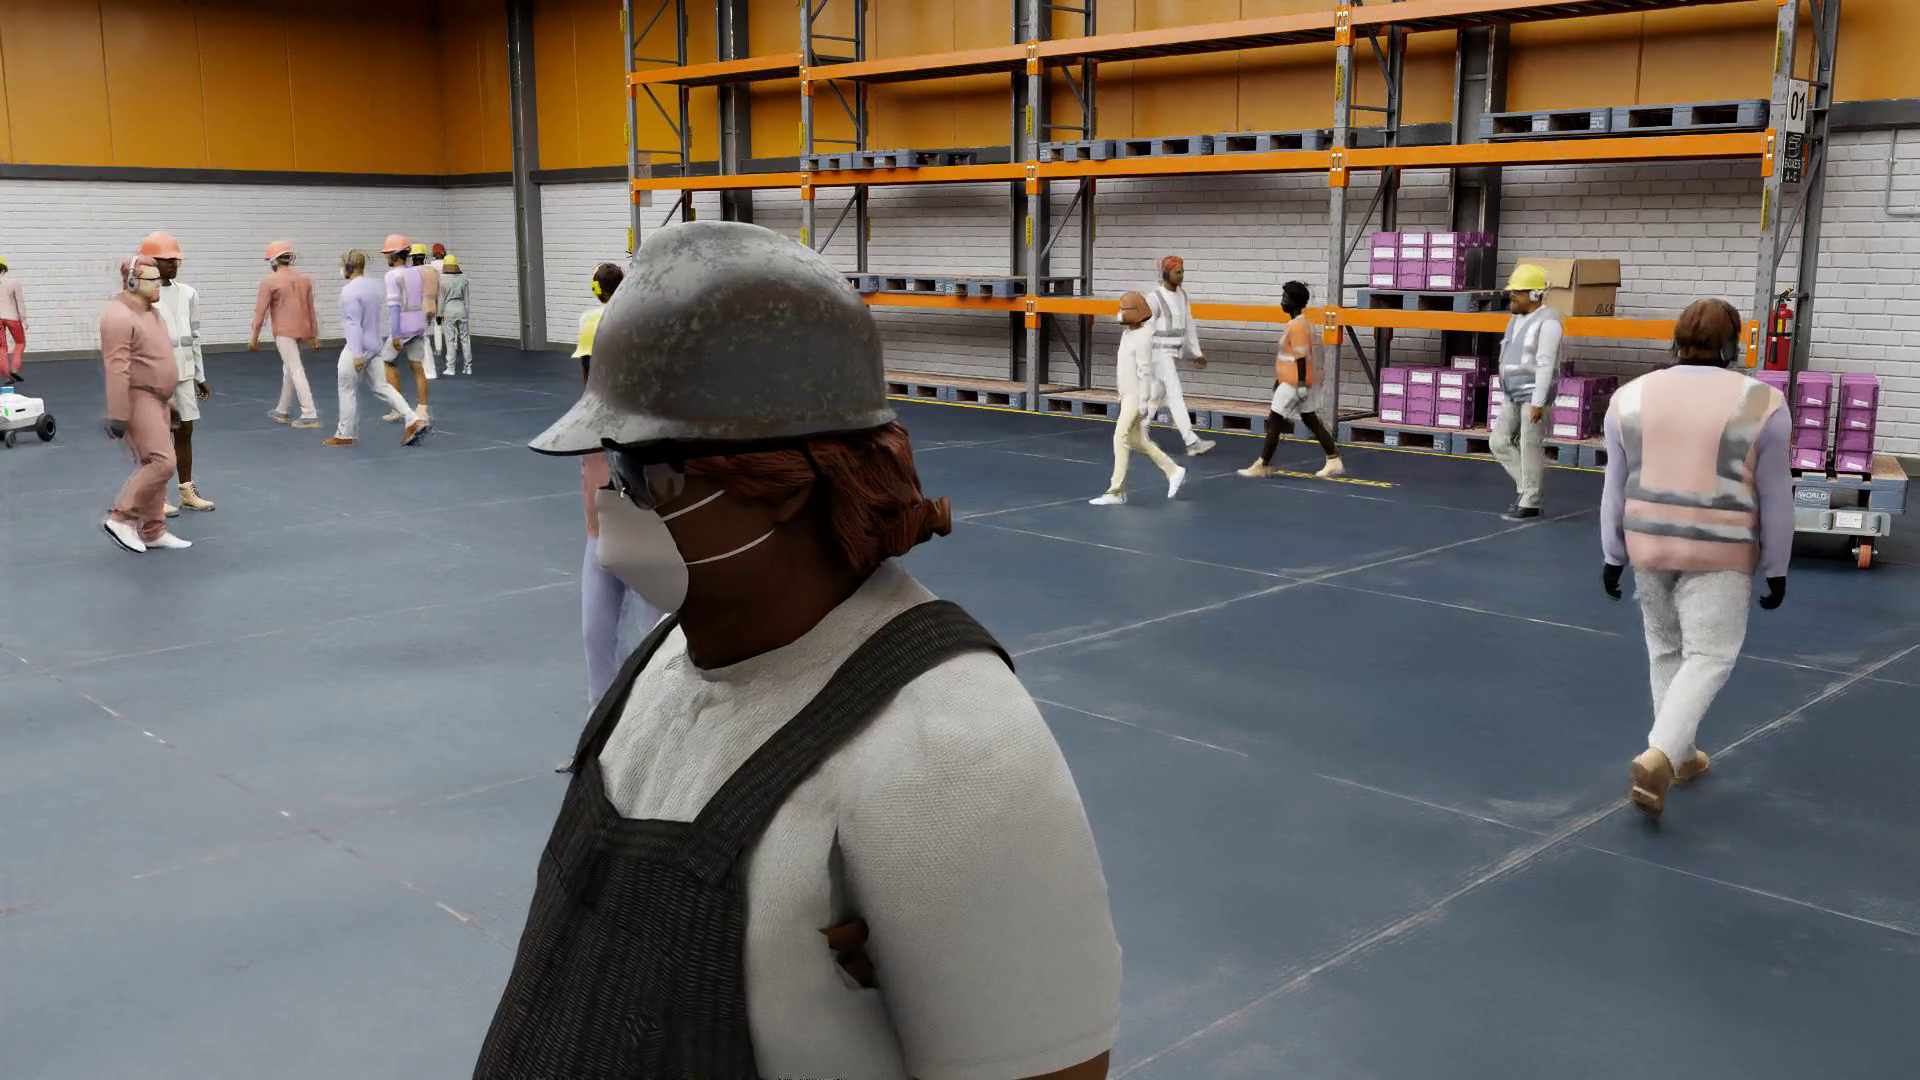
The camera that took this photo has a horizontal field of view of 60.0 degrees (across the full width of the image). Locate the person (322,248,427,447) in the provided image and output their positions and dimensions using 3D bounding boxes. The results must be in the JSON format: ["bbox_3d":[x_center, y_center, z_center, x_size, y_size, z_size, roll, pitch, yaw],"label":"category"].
[{"bbox_3d":[-5.622,-1.820,15.862,0.952,1.909,0.642,1,10,5],"label":"person"}]

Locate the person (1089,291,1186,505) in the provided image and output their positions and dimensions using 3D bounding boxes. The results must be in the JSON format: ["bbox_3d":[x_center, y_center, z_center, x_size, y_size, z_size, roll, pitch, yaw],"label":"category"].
[{"bbox_3d":[1.357,-1.066,12.525,0.711,1.607,0.509,-2,11,-8],"label":"person"}]

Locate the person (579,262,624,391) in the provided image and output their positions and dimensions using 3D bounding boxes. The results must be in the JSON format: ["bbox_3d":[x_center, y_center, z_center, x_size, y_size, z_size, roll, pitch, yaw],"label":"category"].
[{"bbox_3d":[-2.307,-0.969,11.389,0.522,1.847,0.641,-7,12,-32],"label":"person"}]

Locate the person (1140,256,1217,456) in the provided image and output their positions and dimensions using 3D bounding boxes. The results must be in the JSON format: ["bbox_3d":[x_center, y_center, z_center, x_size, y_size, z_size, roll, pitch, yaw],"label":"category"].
[{"bbox_3d":[1.978,-1.706,15.424,0.969,1.832,0.576,8,13,35],"label":"person"}]

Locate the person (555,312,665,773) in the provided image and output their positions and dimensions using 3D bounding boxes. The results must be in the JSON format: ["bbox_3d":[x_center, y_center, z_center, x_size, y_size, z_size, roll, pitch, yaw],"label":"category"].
[{"bbox_3d":[-1.218,-0.006,6.395,0.527,1.750,0.724,8,13,38],"label":"person"}]

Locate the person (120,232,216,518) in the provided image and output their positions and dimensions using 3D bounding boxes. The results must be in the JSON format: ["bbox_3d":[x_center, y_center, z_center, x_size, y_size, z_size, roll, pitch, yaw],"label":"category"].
[{"bbox_3d":[-5.717,-1.191,12.038,0.381,2.042,0.610,5,12,27],"label":"person"}]

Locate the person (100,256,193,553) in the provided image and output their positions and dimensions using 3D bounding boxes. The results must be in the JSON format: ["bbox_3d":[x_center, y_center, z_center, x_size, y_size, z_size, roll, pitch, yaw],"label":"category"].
[{"bbox_3d":[-5.169,-0.852,10.598,0.407,1.893,0.659,-2,11,-10],"label":"person"}]

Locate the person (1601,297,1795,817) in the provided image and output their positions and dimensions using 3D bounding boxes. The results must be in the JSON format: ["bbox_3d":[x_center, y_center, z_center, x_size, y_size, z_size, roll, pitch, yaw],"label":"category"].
[{"bbox_3d":[2.563,0.056,5.865,0.632,1.813,0.834,10,14,43],"label":"person"}]

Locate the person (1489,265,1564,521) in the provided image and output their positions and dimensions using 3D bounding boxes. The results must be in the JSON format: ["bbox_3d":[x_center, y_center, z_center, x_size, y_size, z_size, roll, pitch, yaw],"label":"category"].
[{"bbox_3d":[4.004,-1.028,11.760,0.421,1.816,0.602,-2,11,-12],"label":"person"}]

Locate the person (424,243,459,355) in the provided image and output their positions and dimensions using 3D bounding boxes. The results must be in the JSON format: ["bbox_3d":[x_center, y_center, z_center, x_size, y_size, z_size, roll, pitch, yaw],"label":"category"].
[{"bbox_3d":[-8.755,-4.064,28.131,0.572,1.886,0.355,-4,11,-20],"label":"person"}]

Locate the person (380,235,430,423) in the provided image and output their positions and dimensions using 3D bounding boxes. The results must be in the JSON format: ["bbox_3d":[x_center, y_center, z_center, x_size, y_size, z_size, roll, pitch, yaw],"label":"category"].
[{"bbox_3d":[-6.019,-2.255,17.889,0.680,2.015,0.626,3,11,18],"label":"person"}]

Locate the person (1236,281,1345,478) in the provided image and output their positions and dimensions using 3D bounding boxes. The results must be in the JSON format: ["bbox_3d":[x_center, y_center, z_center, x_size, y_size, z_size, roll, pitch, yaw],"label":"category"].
[{"bbox_3d":[2.808,-1.321,13.805,0.880,1.655,0.534,3,11,15],"label":"person"}]

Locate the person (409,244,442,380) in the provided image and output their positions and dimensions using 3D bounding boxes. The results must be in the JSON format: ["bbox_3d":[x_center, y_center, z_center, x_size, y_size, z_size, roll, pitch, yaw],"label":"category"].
[{"bbox_3d":[-7.605,-3.200,23.375,0.631,1.899,0.605,5,11,25],"label":"person"}]

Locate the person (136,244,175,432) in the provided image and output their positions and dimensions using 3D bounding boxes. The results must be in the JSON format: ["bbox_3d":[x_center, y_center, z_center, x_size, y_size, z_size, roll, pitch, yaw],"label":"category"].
[{"bbox_3d":[-8.269,-2.073,17.128,0.544,1.939,0.372,4,11,22],"label":"person"}]

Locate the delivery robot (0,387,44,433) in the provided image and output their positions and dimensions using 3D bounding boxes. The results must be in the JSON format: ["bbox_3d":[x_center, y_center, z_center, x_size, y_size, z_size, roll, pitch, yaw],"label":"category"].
[{"bbox_3d":[-9.196,-1.239,16.097,0.477,0.478,0.707,0,10,-1],"label":"delivery robot"}]

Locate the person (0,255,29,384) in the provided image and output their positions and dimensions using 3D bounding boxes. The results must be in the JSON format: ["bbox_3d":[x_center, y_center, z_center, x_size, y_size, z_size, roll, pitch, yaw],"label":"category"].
[{"bbox_3d":[-13.018,-3.005,22.695,0.553,1.751,0.366,-3,11,-14],"label":"person"}]

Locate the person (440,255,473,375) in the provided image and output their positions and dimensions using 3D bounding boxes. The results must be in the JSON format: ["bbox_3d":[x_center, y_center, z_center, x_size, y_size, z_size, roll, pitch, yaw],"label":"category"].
[{"bbox_3d":[-7.385,-3.283,24.275,0.485,1.737,0.320,-9,14,-40],"label":"person"}]

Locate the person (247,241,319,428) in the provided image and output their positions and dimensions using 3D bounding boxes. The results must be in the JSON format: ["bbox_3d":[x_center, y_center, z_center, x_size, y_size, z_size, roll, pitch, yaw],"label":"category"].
[{"bbox_3d":[-7.187,-2.166,17.600,0.982,1.938,0.639,5,11,25],"label":"person"}]
